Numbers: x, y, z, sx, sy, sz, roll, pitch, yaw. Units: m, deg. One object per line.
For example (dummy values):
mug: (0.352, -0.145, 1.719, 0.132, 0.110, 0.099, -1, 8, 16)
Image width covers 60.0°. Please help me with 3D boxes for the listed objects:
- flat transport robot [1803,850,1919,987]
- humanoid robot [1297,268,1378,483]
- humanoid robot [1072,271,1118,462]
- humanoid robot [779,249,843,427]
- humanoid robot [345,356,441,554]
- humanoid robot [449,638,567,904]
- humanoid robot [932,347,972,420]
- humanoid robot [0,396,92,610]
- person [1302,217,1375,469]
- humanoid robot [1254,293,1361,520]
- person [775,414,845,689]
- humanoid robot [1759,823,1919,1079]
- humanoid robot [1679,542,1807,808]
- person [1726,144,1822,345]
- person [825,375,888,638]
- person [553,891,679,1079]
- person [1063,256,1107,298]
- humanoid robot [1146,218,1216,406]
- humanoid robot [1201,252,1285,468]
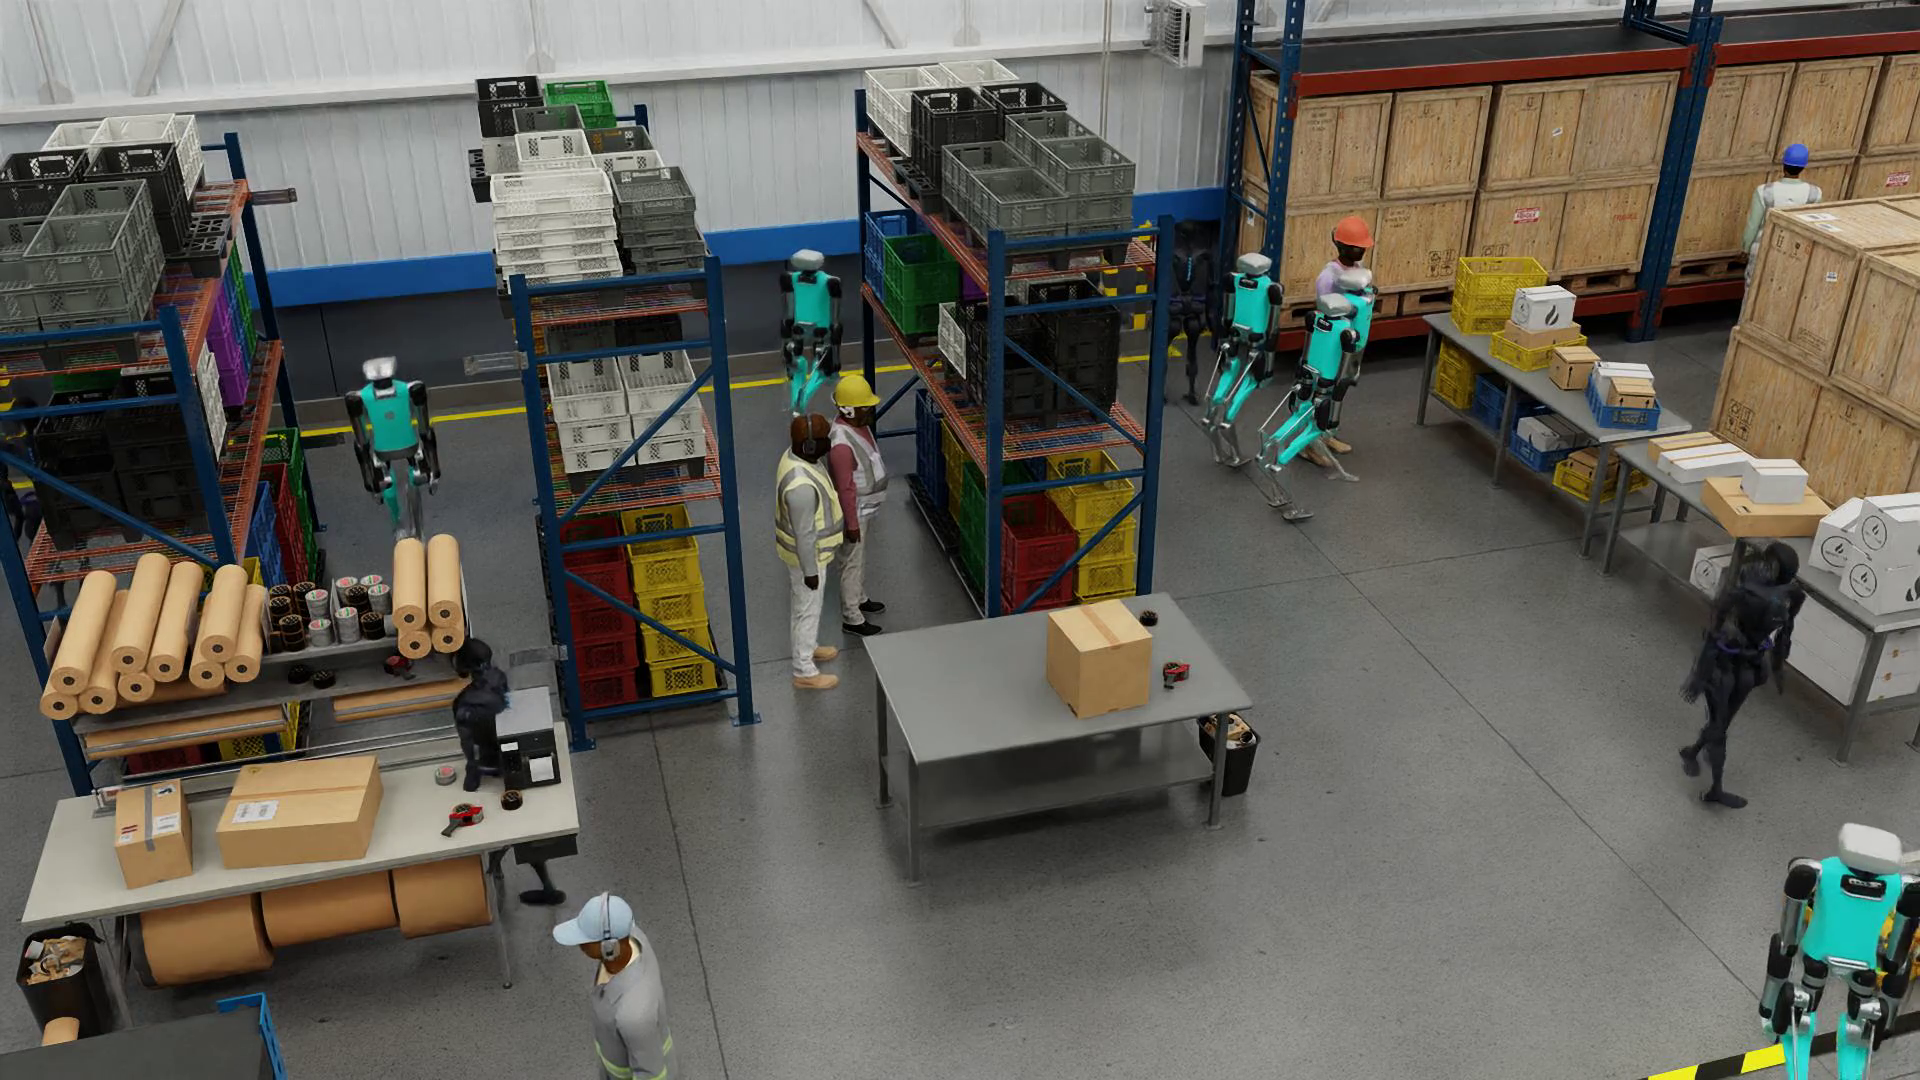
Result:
flat transport robot: (5.163, 1.916, 8.676, 1.431, 0.231, 0.659, -8, 30, -14)
humanoid robot: (2.831, -1.317, 13.062, 0.890, 1.784, 0.581, 18, 34, 30)
humanoid robot: (0.985, -1.391, 13.284, 0.584, 1.632, 0.788, -8, 30, -15)
humanoid robot: (-1.240, -1.372, 13.135, 0.566, 1.733, 1.034, 11, 31, 19)
humanoid robot: (-3.945, -0.536, 11.675, 0.530, 1.782, 1.034, -11, 31, -20)
humanoid robot: (-2.432, 1.208, 8.511, 0.650, 1.638, 0.601, 4, 29, 7)
humanoid robot: (0.030, -1.705, 13.801, 0.485, 1.640, 0.586, 4, 29, 8)
humanoid robot: (-5.997, -0.181, 11.026, 0.601, 1.644, 0.366, -8, 30, -14)
person: (3.014, -1.574, 13.184, 0.373, 2.041, 0.614, 19, 34, 31)
humanoid robot: (2.485, -0.960, 12.289, 0.746, 1.694, 0.530, -13, 32, -23)
person: (-0.932, 0.064, 10.427, 0.431, 1.838, 0.630, -2, 29, -4)
humanoid robot: (3.587, 2.096, 6.854, 0.535, 1.794, 0.809, 8, 30, 14)
humanoid robot: (4.412, 0.732, 9.399, 0.607, 1.631, 0.669, -8, 30, -13)
person: (7.475, -2.661, 15.260, 0.601, 1.948, 0.386, 5, 29, 9)
person: (-0.675, -0.235, 10.965, 0.403, 1.833, 0.585, 2, 29, 3)
person: (-1.323, 2.141, 6.622, 0.398, 1.851, 0.594, -9, 30, -15)
person: (1.093, -2.289, 14.665, 0.596, 1.865, 0.563, -3, 29, -6)
humanoid robot: (1.903, -1.949, 14.242, 0.590, 1.643, 0.356, -4, 29, -7)
humanoid robot: (2.128, -1.337, 13.031, 0.540, 1.759, 0.678, 24, 37, 37)
